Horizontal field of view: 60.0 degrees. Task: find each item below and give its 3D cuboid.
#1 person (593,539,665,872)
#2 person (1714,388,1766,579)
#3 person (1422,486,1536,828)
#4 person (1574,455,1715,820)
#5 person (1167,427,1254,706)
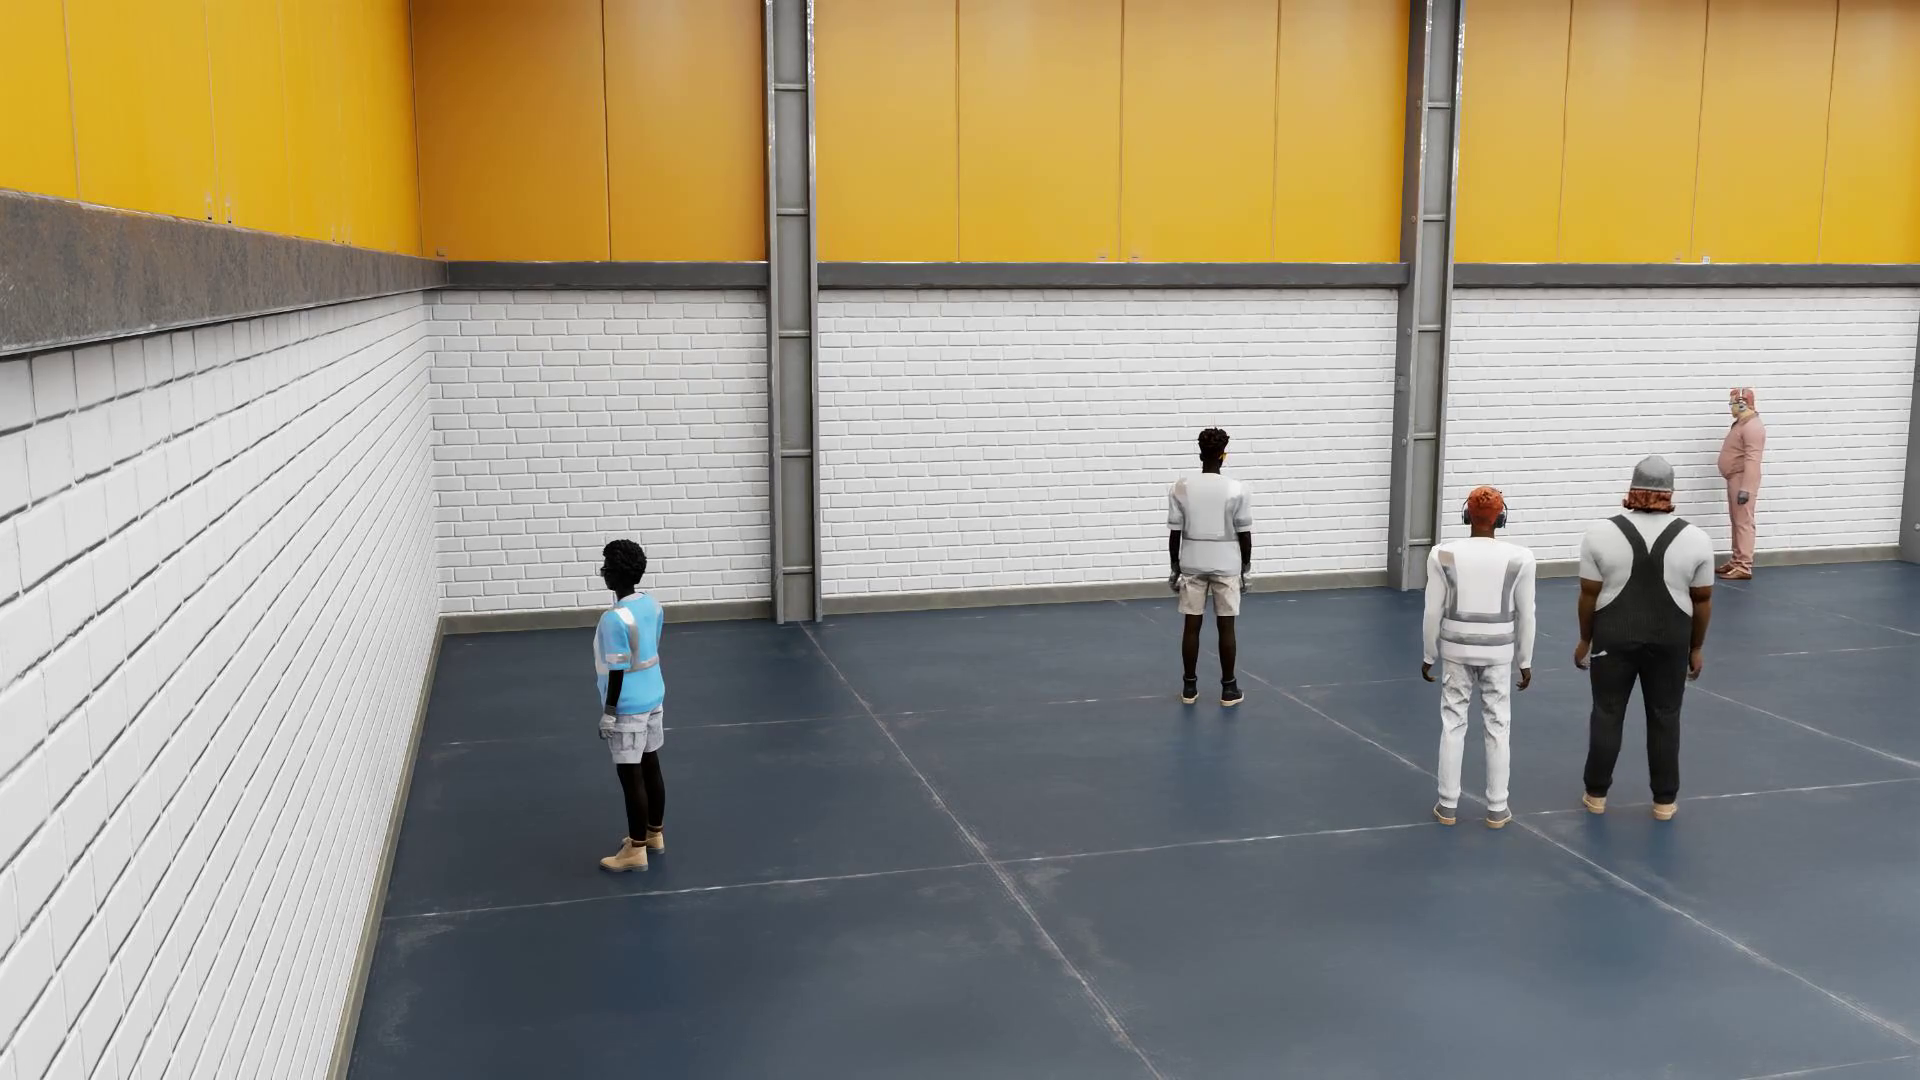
[{"bbox_3d":[-1.683,0.836,8.472,0.319,1.697,0.533,2,9,12],"label":"person"},{"bbox_3d":[7.741,-0.555,16.531,0.400,1.901,0.643,3,10,17],"label":"person"},{"bbox_3d":[2.835,0.639,9.116,0.586,1.882,0.340,3,9,16],"label":"person"},{"bbox_3d":[3.812,0.531,9.309,0.688,2.000,0.537,3,10,18],"label":"person"},{"bbox_3d":[1.758,0.187,11.682,0.600,1.966,0.368,3,10,19],"label":"person"}]
